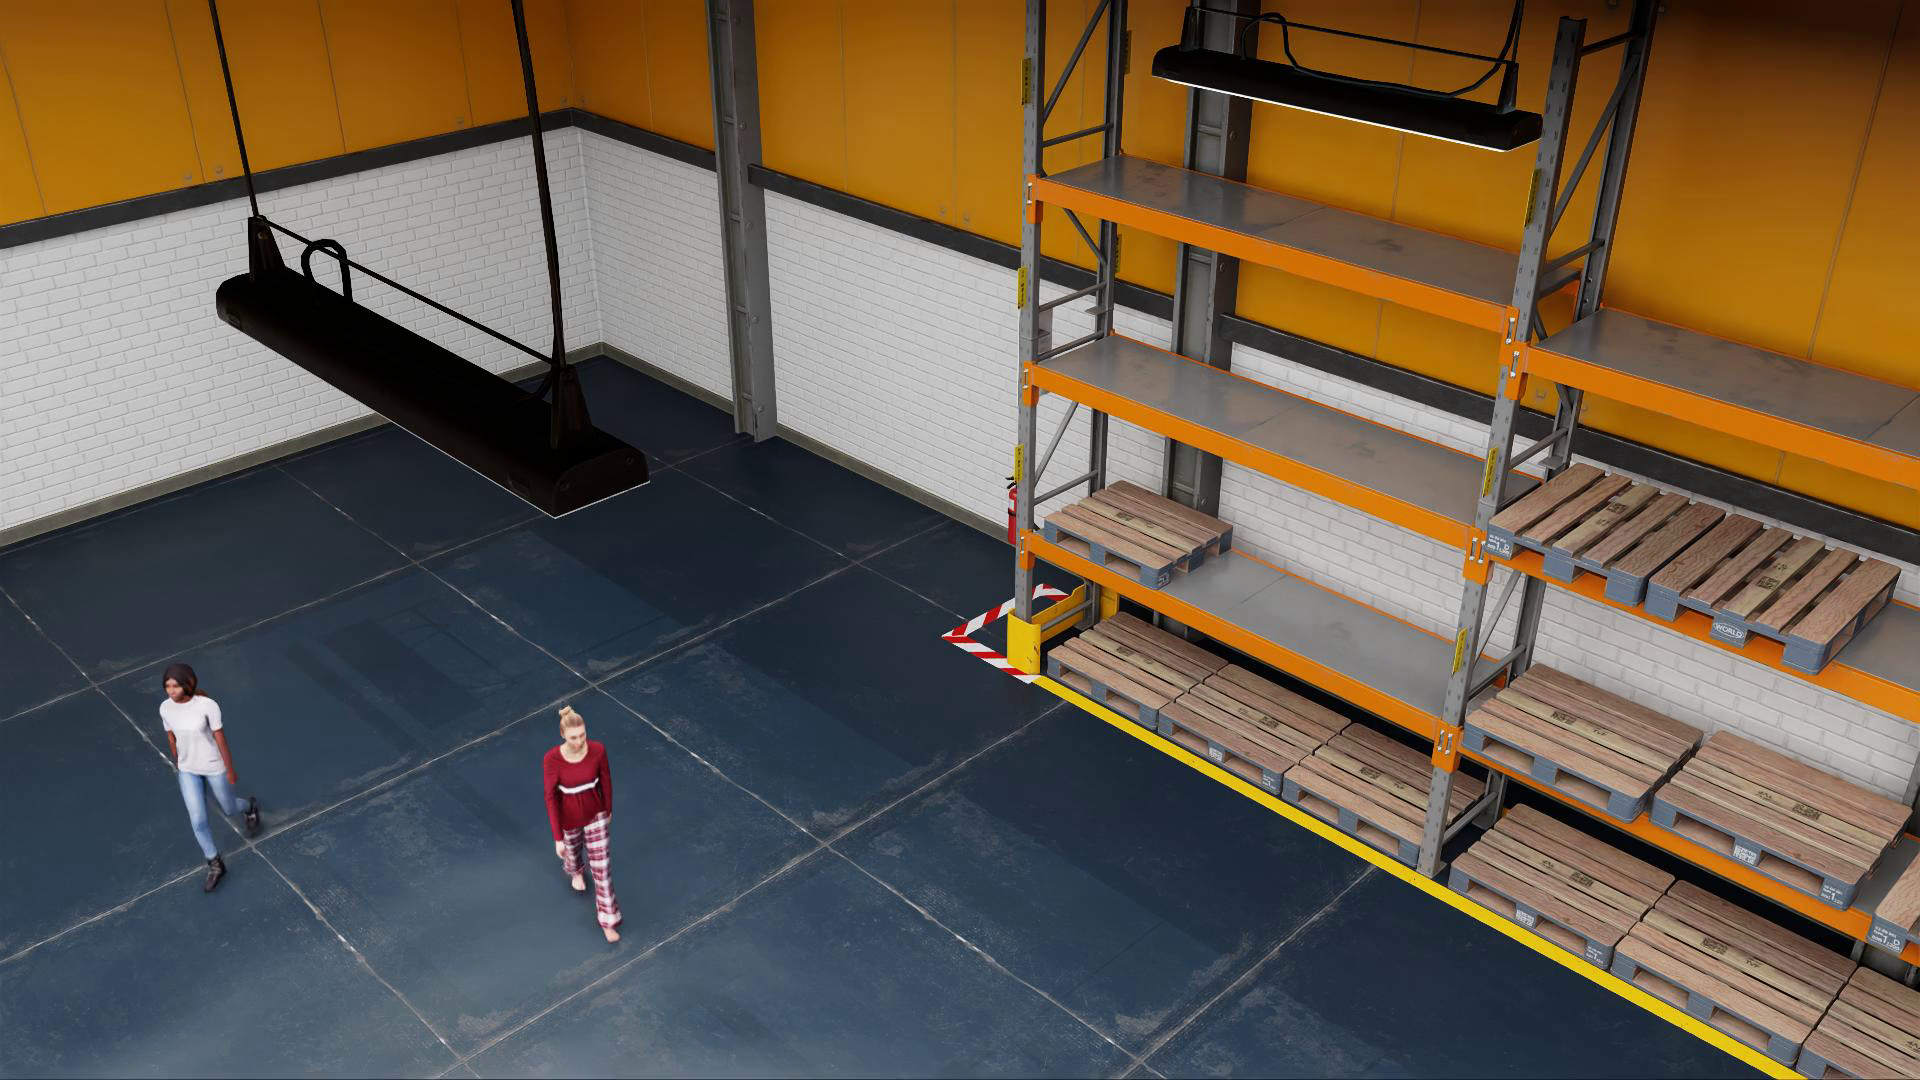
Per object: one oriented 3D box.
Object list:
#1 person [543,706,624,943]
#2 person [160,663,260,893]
[{"bbox_3d":[-2.604,1.854,11.270,0.878,1.653,1.178,-13,31,-22],"label":"person"},{"bbox_3d":[-5.277,1.584,11.720,1.012,1.696,1.073,0,29,0],"label":"person"}]
